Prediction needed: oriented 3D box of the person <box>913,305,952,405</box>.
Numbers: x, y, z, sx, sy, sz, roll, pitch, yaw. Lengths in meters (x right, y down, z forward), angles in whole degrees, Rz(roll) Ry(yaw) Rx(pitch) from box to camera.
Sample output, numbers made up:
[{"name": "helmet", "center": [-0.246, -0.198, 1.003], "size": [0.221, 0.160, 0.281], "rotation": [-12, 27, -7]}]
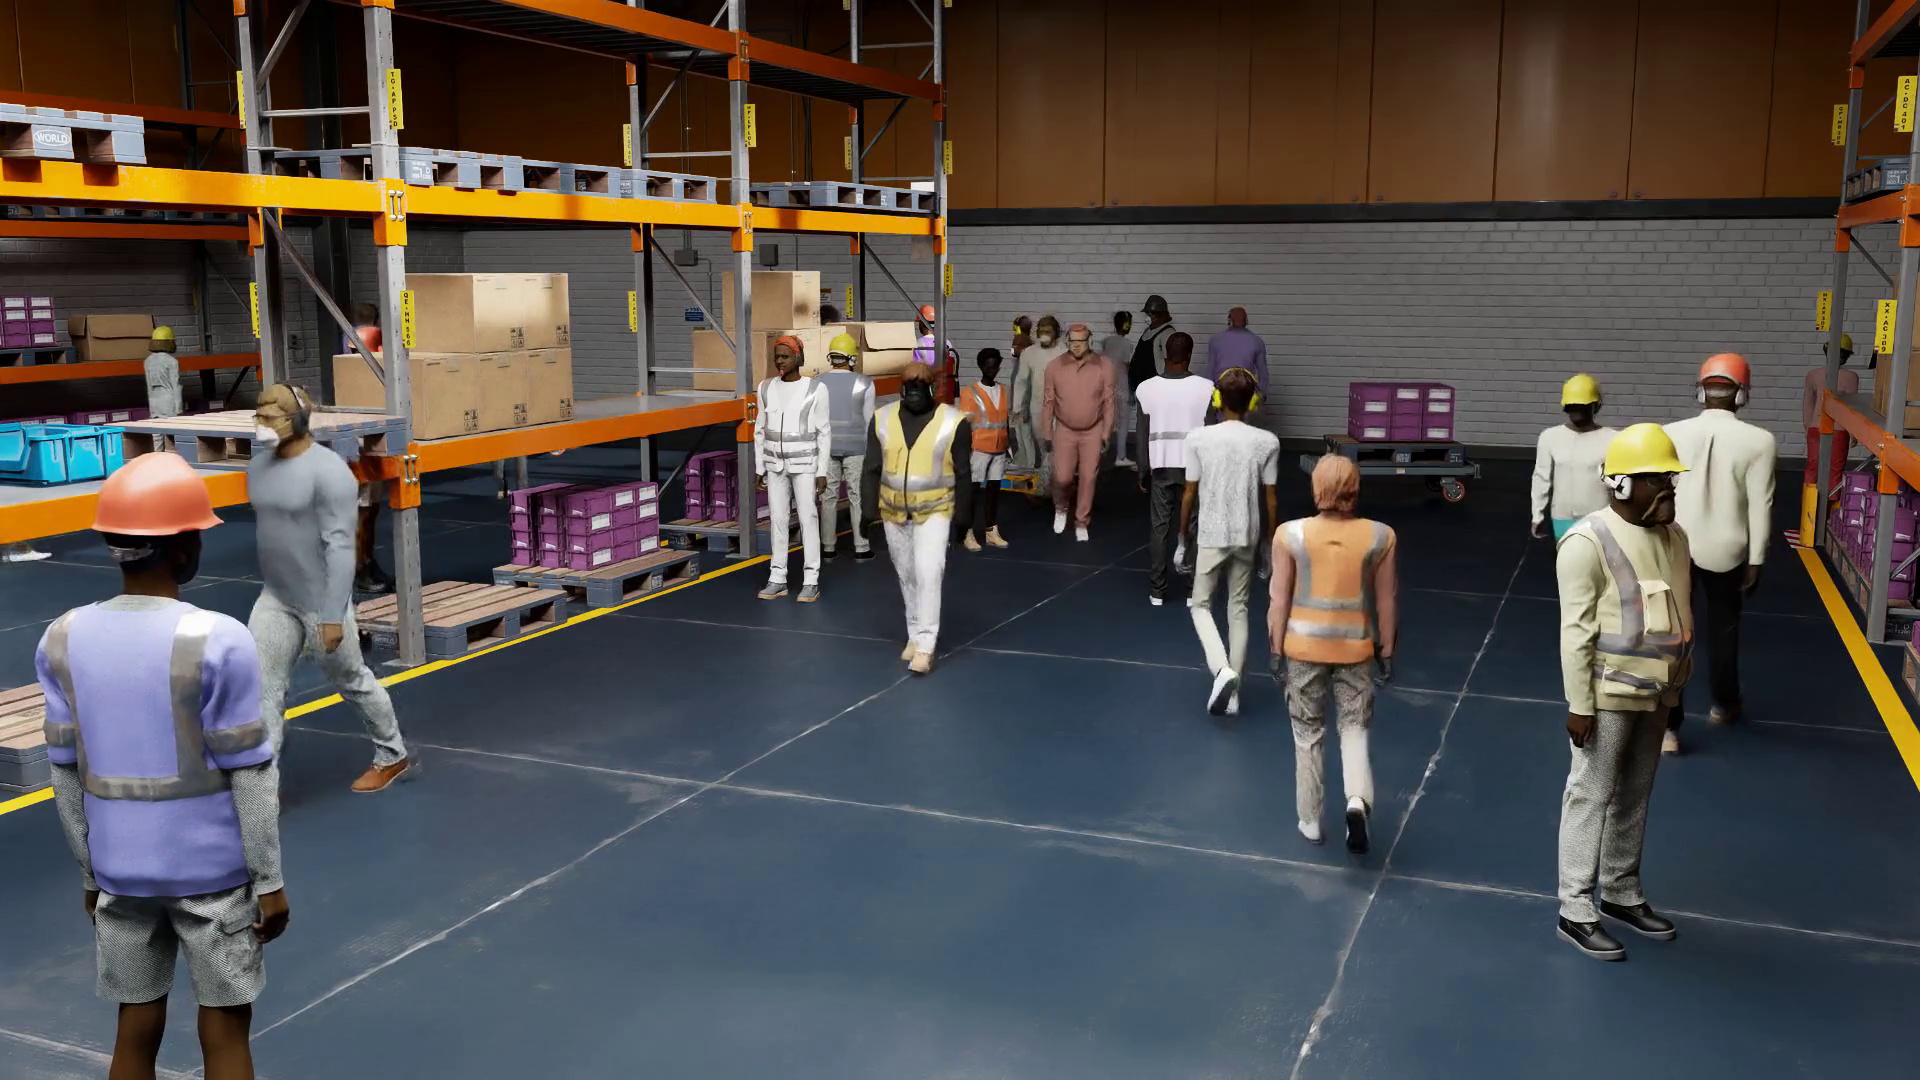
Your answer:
[{"name": "person", "center": [-0.348, -1.582, 18.140], "size": [0.547, 1.938, 0.377], "rotation": [-7, 12, -37]}]

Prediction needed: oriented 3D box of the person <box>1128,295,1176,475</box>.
[{"name": "person", "center": [2.181, -1.762, 18.916], "size": [0.538, 2.000, 0.683], "rotation": [-3, 10, -20]}]

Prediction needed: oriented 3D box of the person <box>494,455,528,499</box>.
[{"name": "person", "center": [-4.576, -1.321, 16.856], "size": [0.557, 1.841, 0.412], "rotation": [2, 10, 10]}]

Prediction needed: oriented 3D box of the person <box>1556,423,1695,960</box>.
[{"name": "person", "center": [2.311, 0.512, 5.758], "size": [0.590, 1.837, 0.403], "rotation": [-6, 11, -34]}]

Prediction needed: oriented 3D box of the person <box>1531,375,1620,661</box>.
[{"name": "person", "center": [3.648, -0.110, 9.865], "size": [0.526, 1.719, 0.916], "rotation": [8, 12, 40]}]

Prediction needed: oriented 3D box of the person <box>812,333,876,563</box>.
[{"name": "person", "center": [-0.935, -0.727, 13.271], "size": [0.591, 1.833, 0.404], "rotation": [2, 10, 11]}]

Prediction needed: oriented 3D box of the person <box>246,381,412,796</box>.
[{"name": "person", "center": [-2.800, 0.257, 7.161], "size": [0.647, 1.893, 1.011], "rotation": [5, 11, 28]}]

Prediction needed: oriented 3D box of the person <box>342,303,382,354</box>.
[{"name": "person", "center": [-7.036, -1.884, 20.030], "size": [0.654, 1.910, 0.839], "rotation": [1, 9, 7]}]

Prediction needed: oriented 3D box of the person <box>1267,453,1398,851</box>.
[{"name": "person", "center": [1.493, 0.470, 6.668], "size": [0.519, 1.624, 0.527], "rotation": [1, 9, 4]}]

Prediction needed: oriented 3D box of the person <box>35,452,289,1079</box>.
[{"name": "person", "center": [-1.855, 0.759, 3.956], "size": [0.545, 1.938, 0.359], "rotation": [1, 9, 8]}]

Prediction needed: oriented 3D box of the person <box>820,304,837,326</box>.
[{"name": "person", "center": [-1.439, -1.608, 18.235], "size": [0.663, 1.953, 0.426], "rotation": [5, 11, 28]}]

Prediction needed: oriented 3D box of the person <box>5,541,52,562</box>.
[{"name": "person", "center": [-7.811, -0.706, 13.038], "size": [0.991, 1.880, 0.603], "rotation": [-9, 13, -43]}]

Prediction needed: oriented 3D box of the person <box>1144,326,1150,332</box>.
[{"name": "person", "center": [2.462, -2.074, 20.946], "size": [0.397, 1.992, 0.623], "rotation": [7, 12, 37]}]

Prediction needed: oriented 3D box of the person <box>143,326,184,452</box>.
[{"name": "person", "center": [-8.387, -1.391, 17.591], "size": [0.490, 1.738, 0.321], "rotation": [4, 10, 25]}]

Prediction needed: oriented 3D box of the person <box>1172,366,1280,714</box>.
[{"name": "person", "center": [1.393, 0.023, 8.673], "size": [0.551, 1.854, 0.556], "rotation": [0, 9, -3]}]

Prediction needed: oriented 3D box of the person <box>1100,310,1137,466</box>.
[{"name": "person", "center": [1.820, -1.774, 19.592], "size": [0.547, 1.845, 0.514], "rotation": [-6, 11, -34]}]

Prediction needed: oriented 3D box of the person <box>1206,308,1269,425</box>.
[{"name": "person", "center": [3.190, -1.708, 19.036], "size": [0.673, 1.882, 0.759], "rotation": [4, 10, 20]}]

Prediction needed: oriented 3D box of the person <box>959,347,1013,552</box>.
[{"name": "person", "center": [0.225, -0.757, 13.857], "size": [0.538, 1.698, 0.320], "rotation": [-7, 12, -37]}]

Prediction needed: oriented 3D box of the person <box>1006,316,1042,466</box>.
[{"name": "person", "center": [0.776, -1.602, 18.687], "size": [0.946, 1.813, 0.592], "rotation": [9, 13, 42]}]

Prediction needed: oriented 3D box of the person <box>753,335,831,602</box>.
[{"name": "person", "center": [-1.196, -0.499, 11.750], "size": [0.583, 1.881, 0.350], "rotation": [3, 10, 20]}]

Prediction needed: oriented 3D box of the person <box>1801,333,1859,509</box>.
[{"name": "person", "center": [7.893, -0.986, 15.072], "size": [0.326, 1.760, 0.524], "rotation": [-5, 11, -29]}]

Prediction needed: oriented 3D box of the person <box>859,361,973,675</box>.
[{"name": "person", "center": [-0.287, -0.127, 9.736], "size": [0.629, 1.809, 0.869], "rotation": [3, 10, 18]}]

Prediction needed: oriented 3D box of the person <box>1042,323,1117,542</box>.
[{"name": "person", "center": [1.025, -0.921, 14.305], "size": [0.640, 1.886, 0.462], "rotation": [1, 9, 4]}]

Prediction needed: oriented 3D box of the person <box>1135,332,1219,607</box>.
[{"name": "person", "center": [1.508, -0.484, 11.558], "size": [0.590, 1.915, 0.392], "rotation": [3, 10, 16]}]

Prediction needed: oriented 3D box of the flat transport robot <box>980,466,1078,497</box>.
[{"name": "flat transport robot", "center": [0.557, -0.637, 17.451], "size": [1.431, 0.197, 0.652], "rotation": [8, 12, 39]}]

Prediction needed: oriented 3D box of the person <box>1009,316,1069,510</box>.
[{"name": "person", "center": [0.824, -1.237, 16.221], "size": [0.627, 1.872, 1.041], "rotation": [6, 11, 31]}]

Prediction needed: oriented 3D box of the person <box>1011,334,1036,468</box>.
[{"name": "person", "center": [0.668, -1.410, 18.013], "size": [0.279, 1.634, 0.499], "rotation": [-3, 10, -15]}]

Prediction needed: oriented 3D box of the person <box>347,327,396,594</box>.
[{"name": "person", "center": [-4.291, -0.580, 12.099], "size": [0.374, 1.928, 0.543], "rotation": [0, 9, -3]}]

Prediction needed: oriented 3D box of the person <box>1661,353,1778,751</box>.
[{"name": "person", "center": [3.714, 0.042, 8.304], "size": [0.636, 1.921, 1.036], "rotation": [6, 11, 34]}]
